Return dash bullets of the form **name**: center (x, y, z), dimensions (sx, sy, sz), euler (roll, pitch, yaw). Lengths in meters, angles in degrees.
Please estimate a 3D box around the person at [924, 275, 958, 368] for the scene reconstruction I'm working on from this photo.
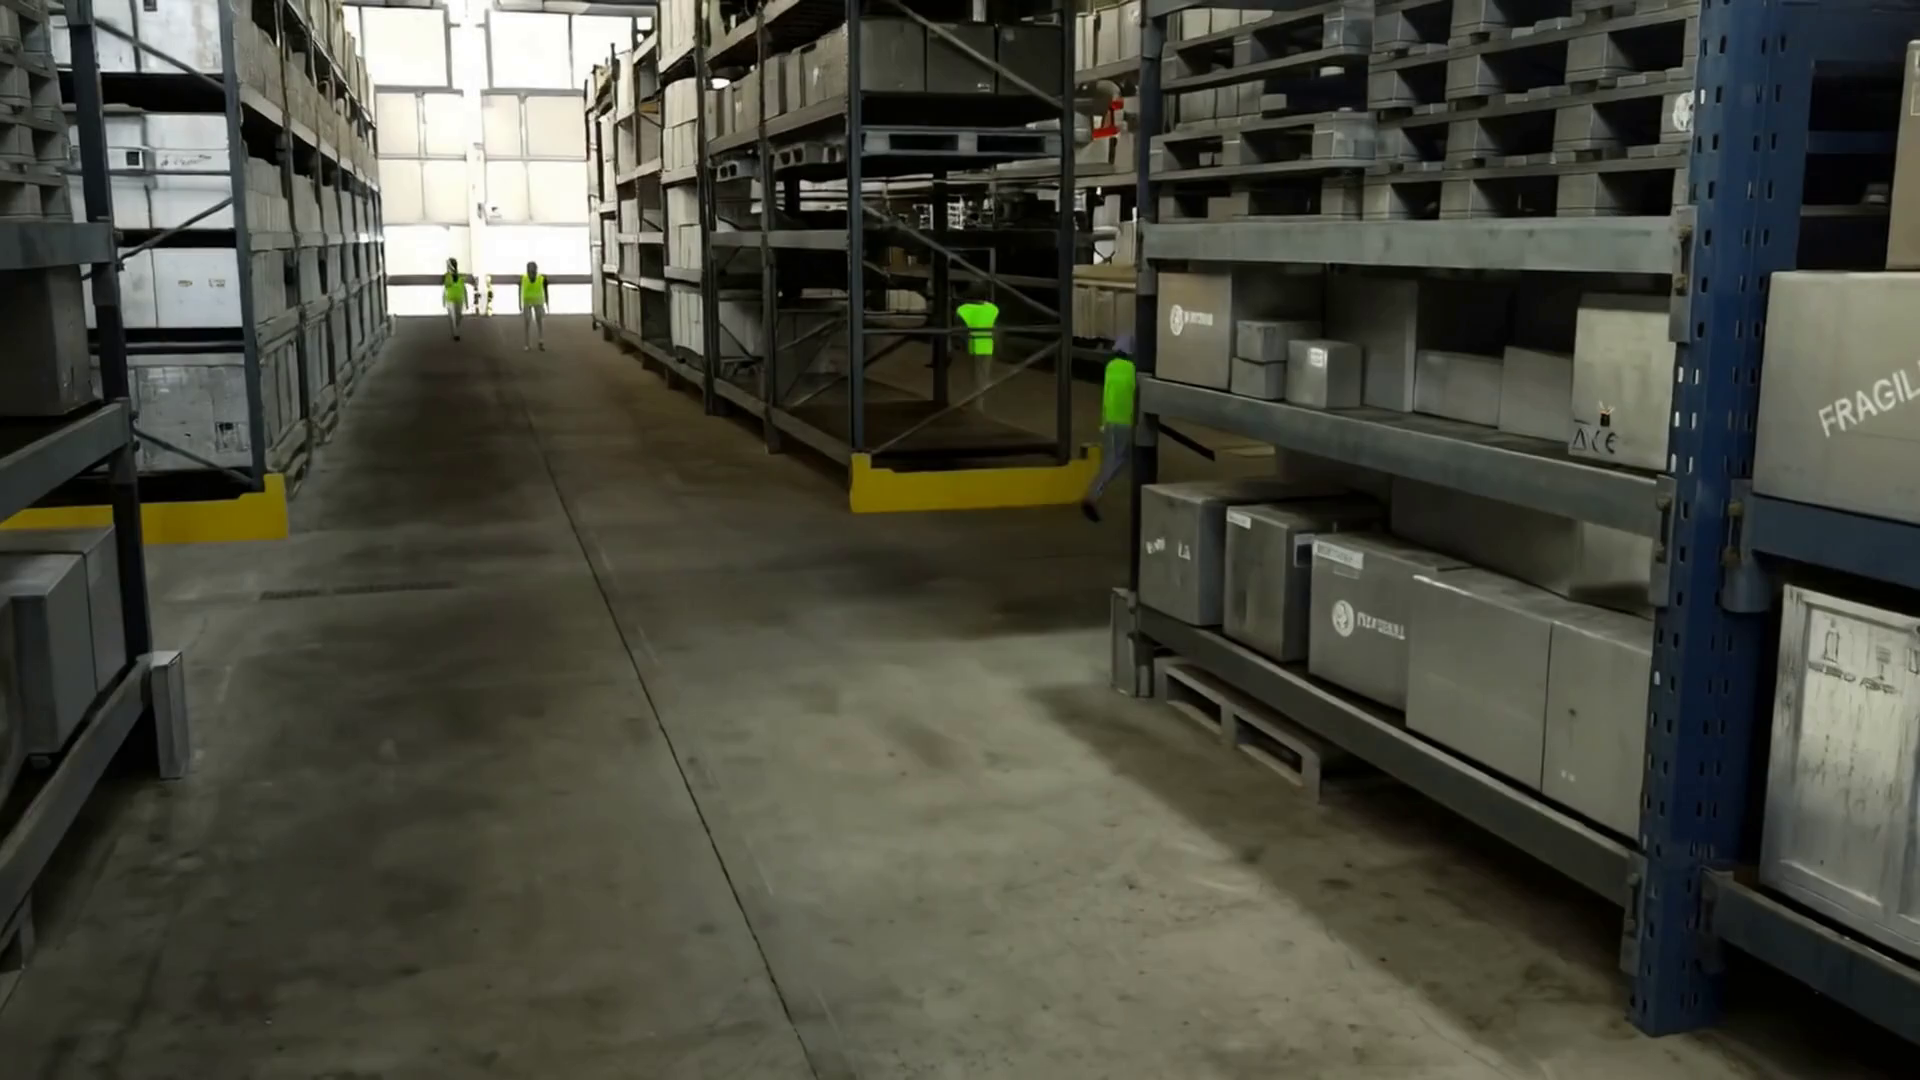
- **person**: center (-0.365, -4.024, 29.797), dimensions (0.643, 1.910, 0.400), euler (7, 12, 32)

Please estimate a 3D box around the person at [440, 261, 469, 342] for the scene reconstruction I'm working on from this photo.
- **person**: center (-11.456, -5.410, 37.700), dimensions (0.595, 1.801, 0.895), euler (-6, 12, -32)

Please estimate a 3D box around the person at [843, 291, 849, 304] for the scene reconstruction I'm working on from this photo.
- **person**: center (-3.152, -7.066, 46.481), dimensions (0.866, 1.913, 0.550), euler (-2, 11, -10)

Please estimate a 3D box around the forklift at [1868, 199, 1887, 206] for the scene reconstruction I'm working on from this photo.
- **forklift**: center (11.338, -2.915, 21.052), dimensions (1.129, 2.768, 1.873), euler (-3, 11, -17)

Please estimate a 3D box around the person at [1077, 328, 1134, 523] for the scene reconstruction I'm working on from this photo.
- **person**: center (1.304, -0.947, 13.761), dimensions (0.806, 1.604, 0.515), euler (-5, 11, -25)

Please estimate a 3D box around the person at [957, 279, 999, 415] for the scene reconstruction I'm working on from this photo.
- **person**: center (0.219, -2.284, 20.473), dimensions (0.575, 1.830, 0.452), euler (-3, 11, -18)

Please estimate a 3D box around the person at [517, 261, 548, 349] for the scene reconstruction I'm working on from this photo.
- **person**: center (-8.943, -4.917, 34.876), dimensions (0.627, 1.844, 0.429), euler (-4, 11, -23)
